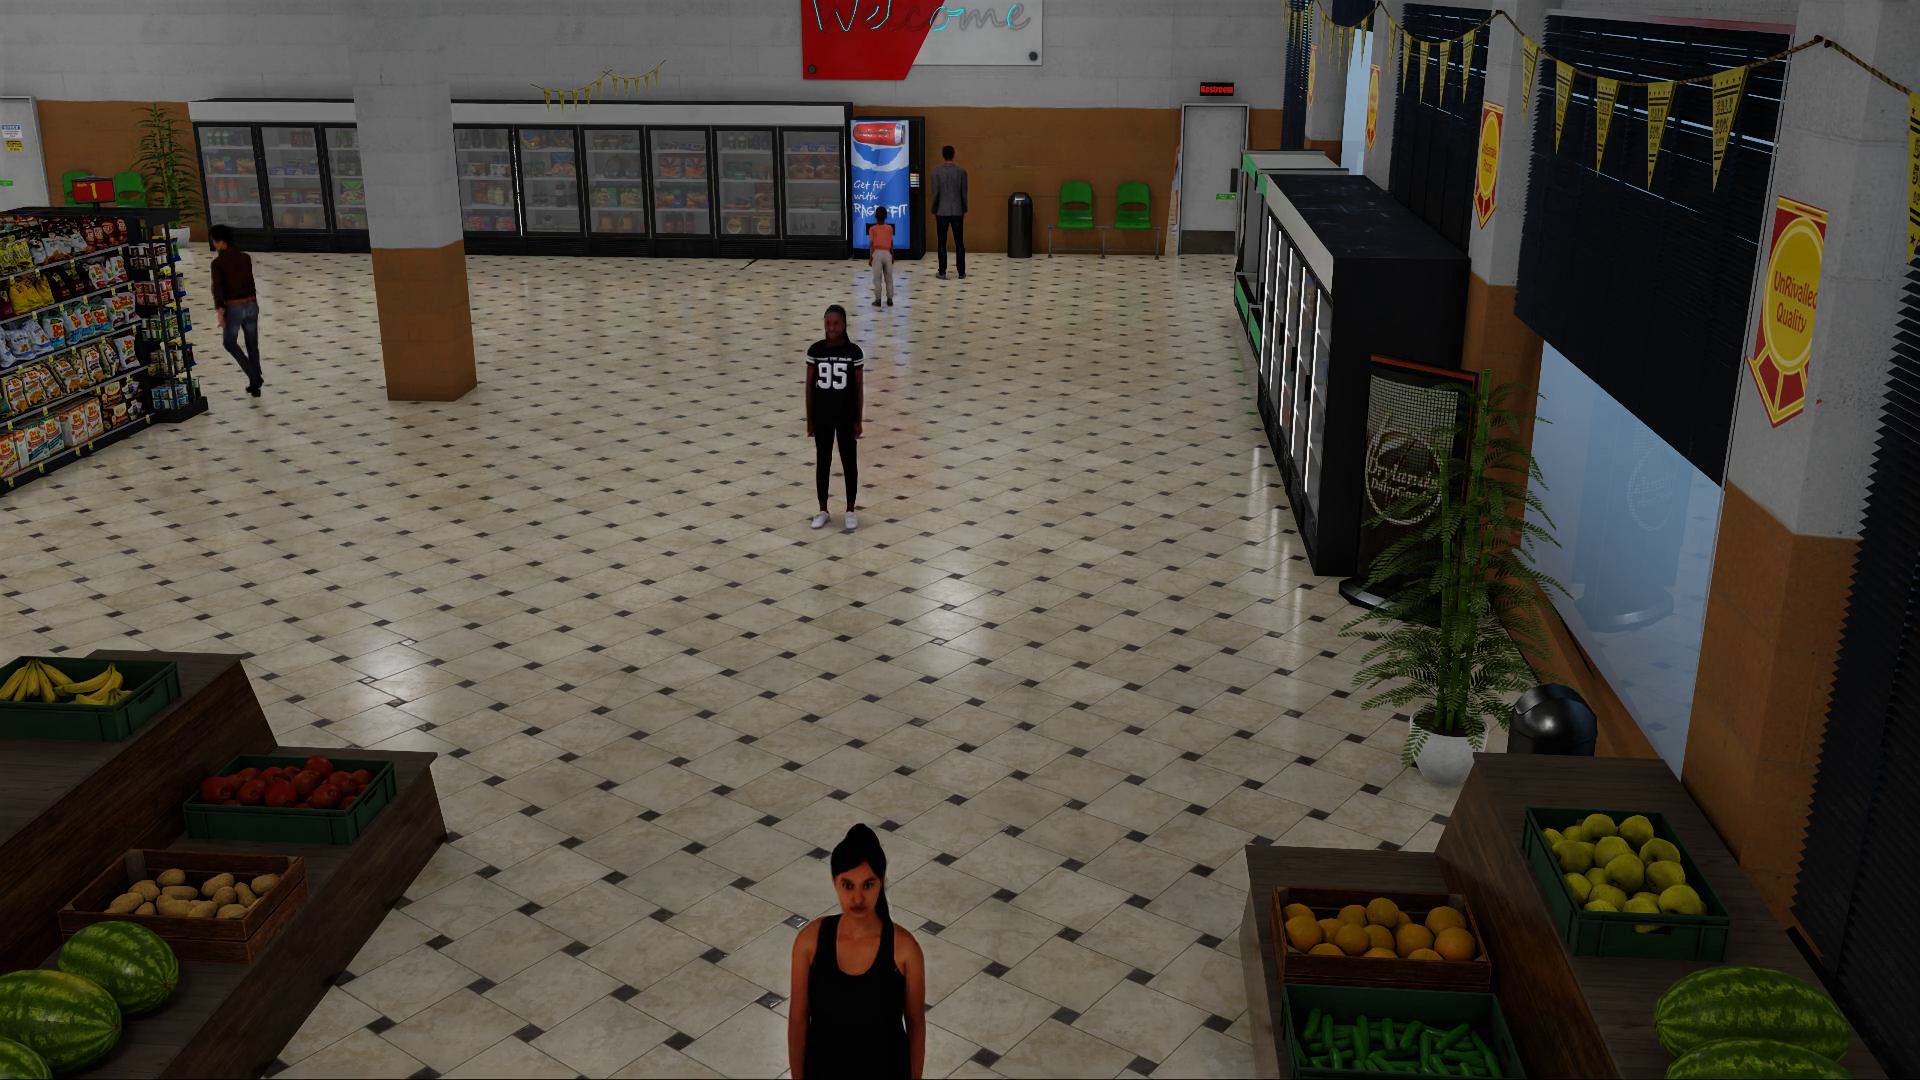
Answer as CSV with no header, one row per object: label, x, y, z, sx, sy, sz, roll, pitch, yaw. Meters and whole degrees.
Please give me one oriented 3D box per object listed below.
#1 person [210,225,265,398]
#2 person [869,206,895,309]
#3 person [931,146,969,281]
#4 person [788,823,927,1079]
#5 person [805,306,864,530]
person,-7.246,-2.297,16.844,0.906,1.763,0.835,16,24,39
person,-1.021,-3.703,21.722,0.540,1.310,0.559,-5,19,-14
person,-0.144,-4.667,23.704,0.735,1.872,0.677,-2,19,-6
person,-0.314,1.681,5.225,0.584,1.648,0.534,1,19,2
person,-0.966,-0.950,12.903,0.598,1.729,0.570,1,19,4
